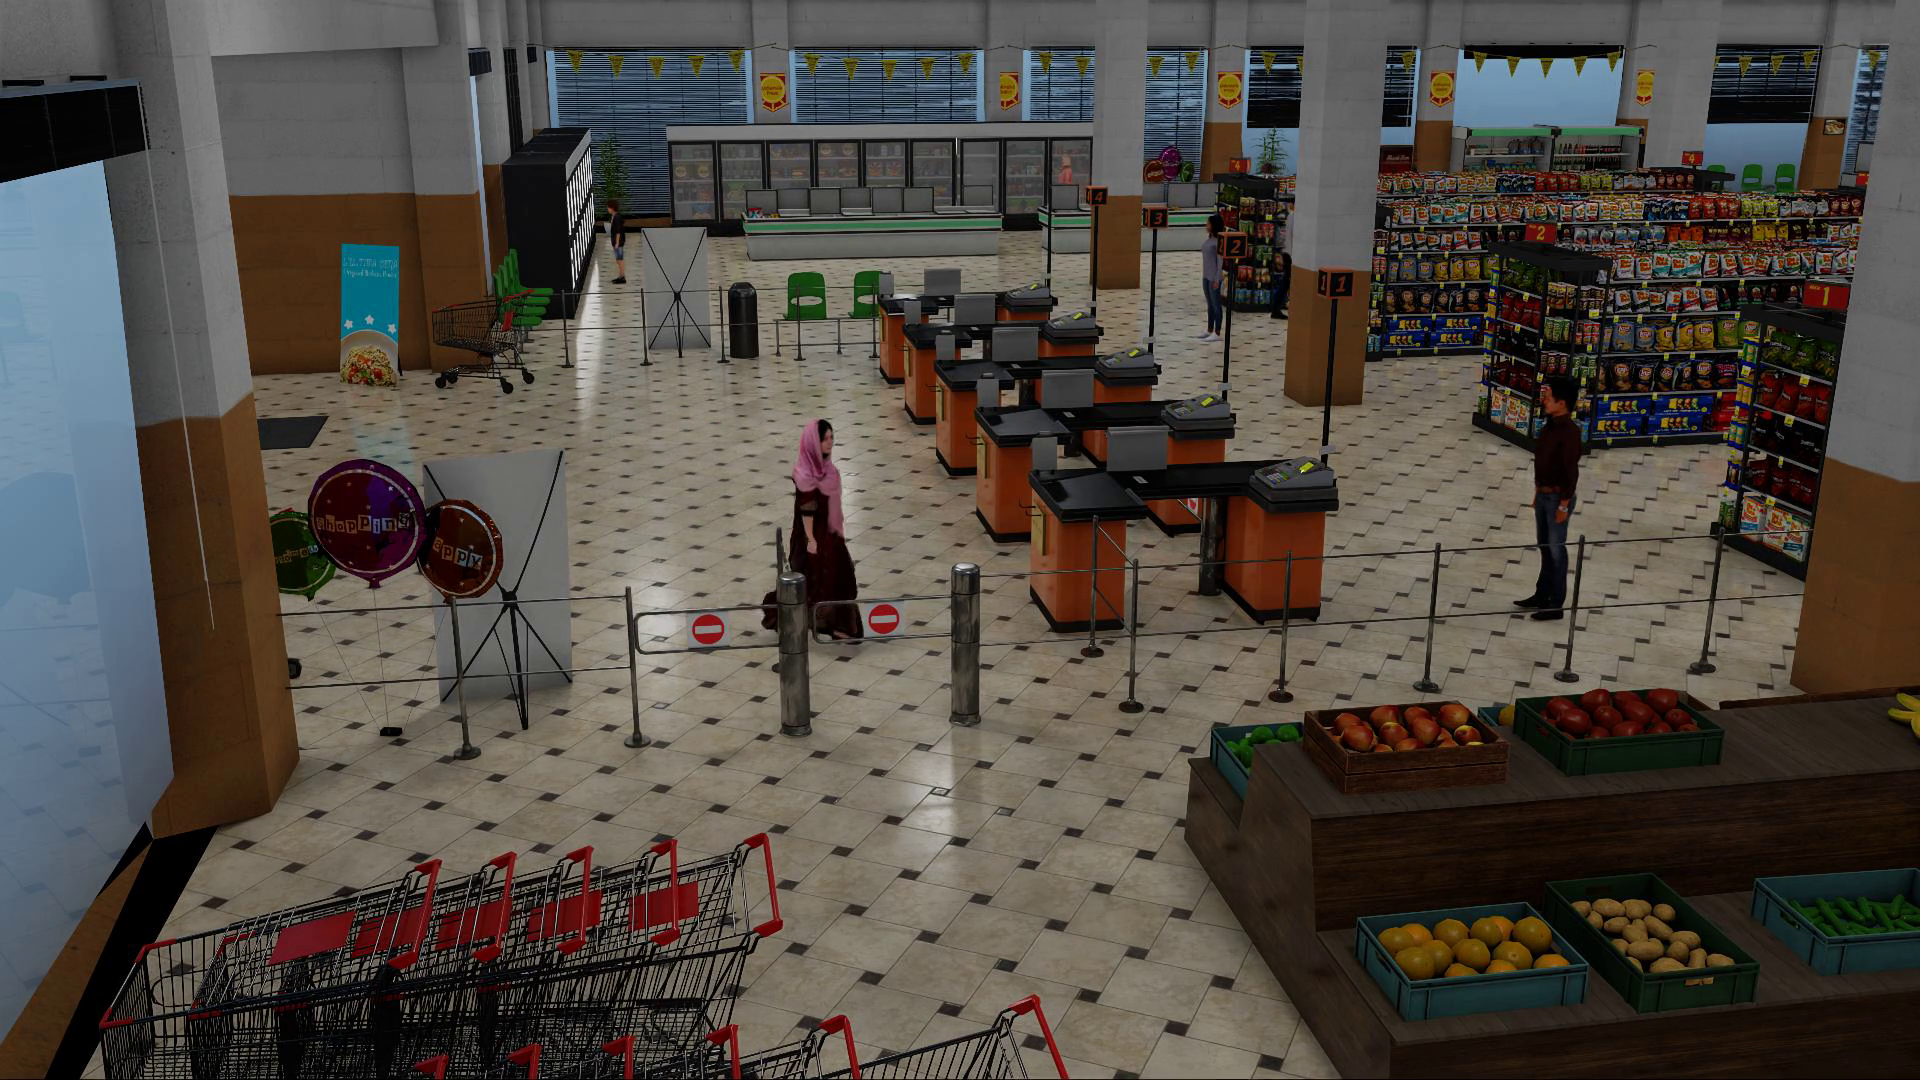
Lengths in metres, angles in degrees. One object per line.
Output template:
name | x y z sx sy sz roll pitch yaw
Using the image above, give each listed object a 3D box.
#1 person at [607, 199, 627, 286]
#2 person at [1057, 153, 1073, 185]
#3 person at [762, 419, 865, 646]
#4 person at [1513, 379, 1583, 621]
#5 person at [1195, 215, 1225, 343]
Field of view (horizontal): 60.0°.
person | -5.869 -5.118 28.531 0.497 1.447 0.524 -3 17 -10
person | 2.286 -7.362 35.464 0.873 1.713 0.634 -2 17 -6
person | -1.067 -0.032 11.510 1.117 1.606 1.021 9 19 28
person | 4.331 -0.299 12.093 0.541 1.778 0.661 -1 17 -4
person | 3.554 -3.660 23.232 0.512 1.736 0.598 -3 17 -11
